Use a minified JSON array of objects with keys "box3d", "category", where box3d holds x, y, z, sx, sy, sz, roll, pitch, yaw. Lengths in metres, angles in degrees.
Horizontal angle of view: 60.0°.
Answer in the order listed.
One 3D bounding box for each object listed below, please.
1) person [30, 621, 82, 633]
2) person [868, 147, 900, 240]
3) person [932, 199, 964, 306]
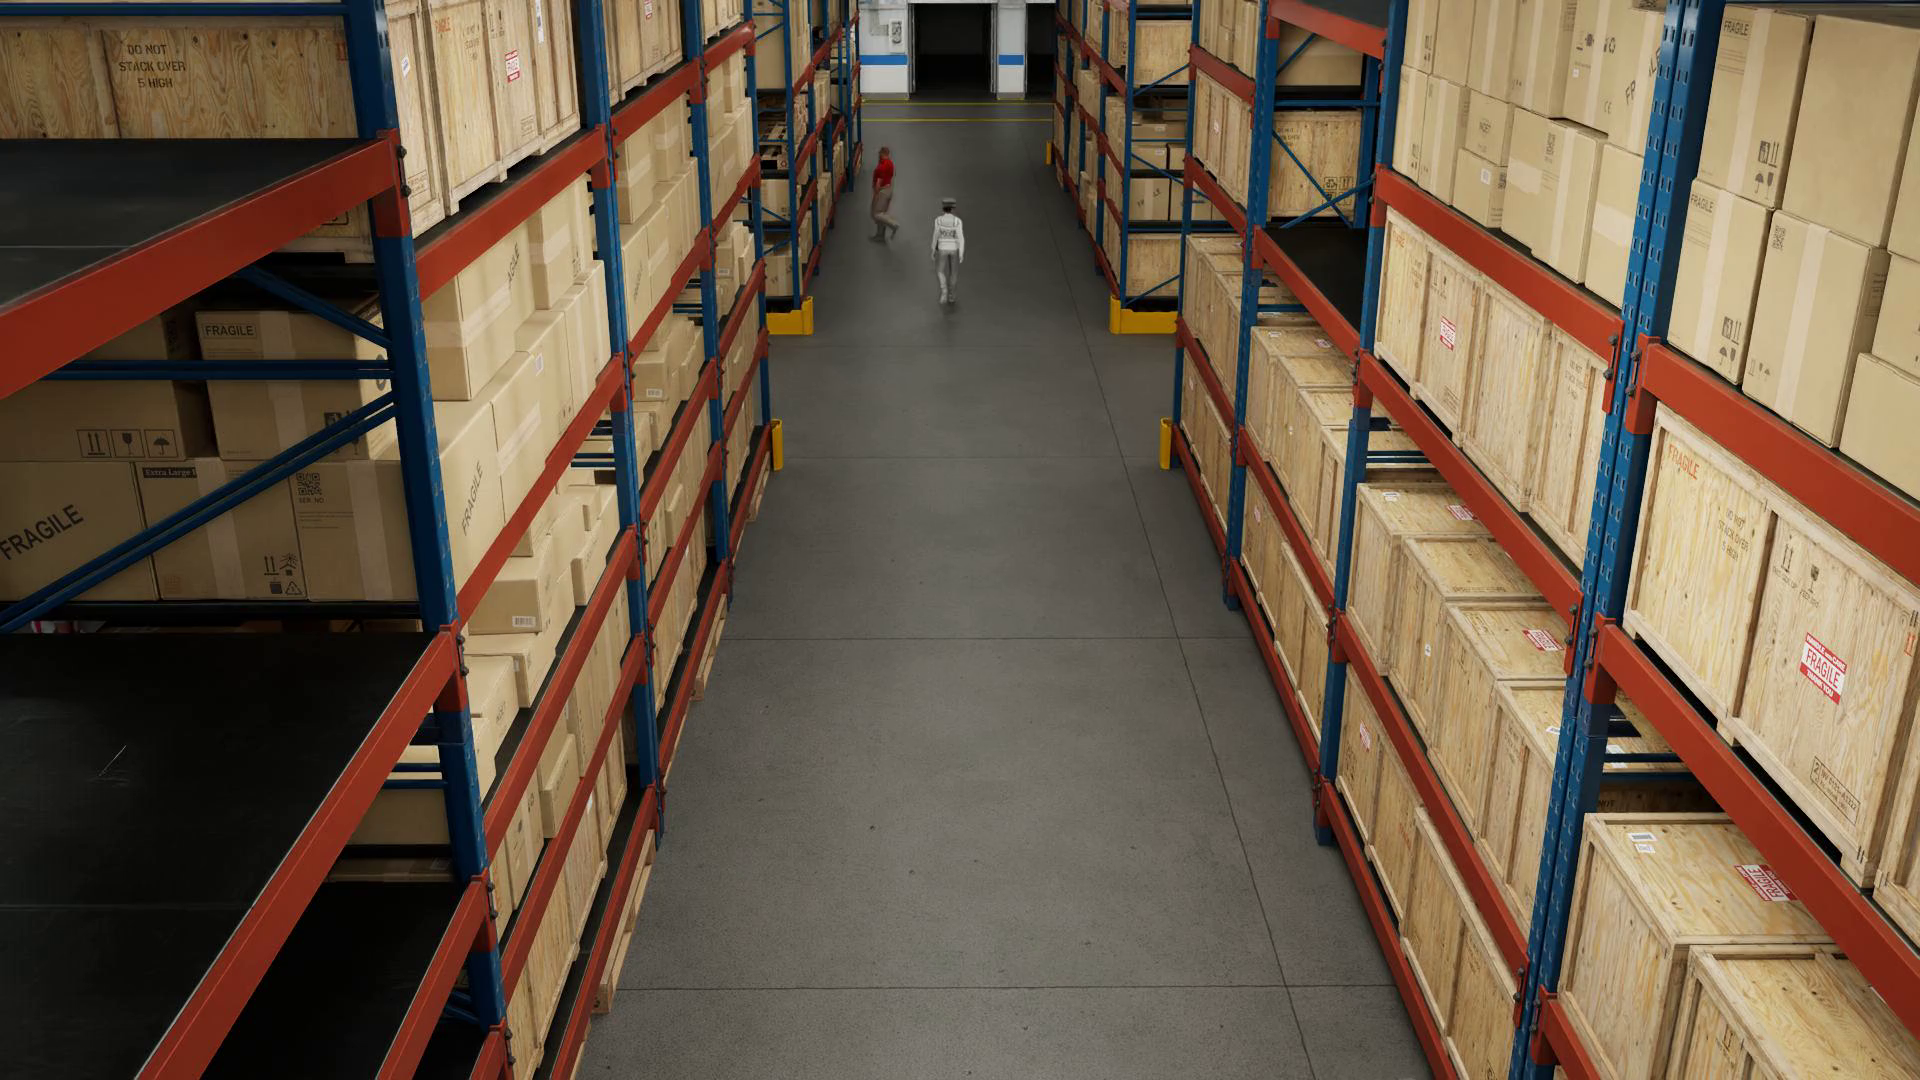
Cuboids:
[{"box3d":[-6.680,0.863,12.235,0.481,1.786,0.683,-10,24,-24],"category":"person"},{"box3d":[-1.404,-6.390,30.755,0.710,1.722,0.537,6,22,16],"category":"person"},{"box3d":[-0.191,-4.516,26.100,0.505,1.659,0.764,-1,22,-2],"category":"person"}]
